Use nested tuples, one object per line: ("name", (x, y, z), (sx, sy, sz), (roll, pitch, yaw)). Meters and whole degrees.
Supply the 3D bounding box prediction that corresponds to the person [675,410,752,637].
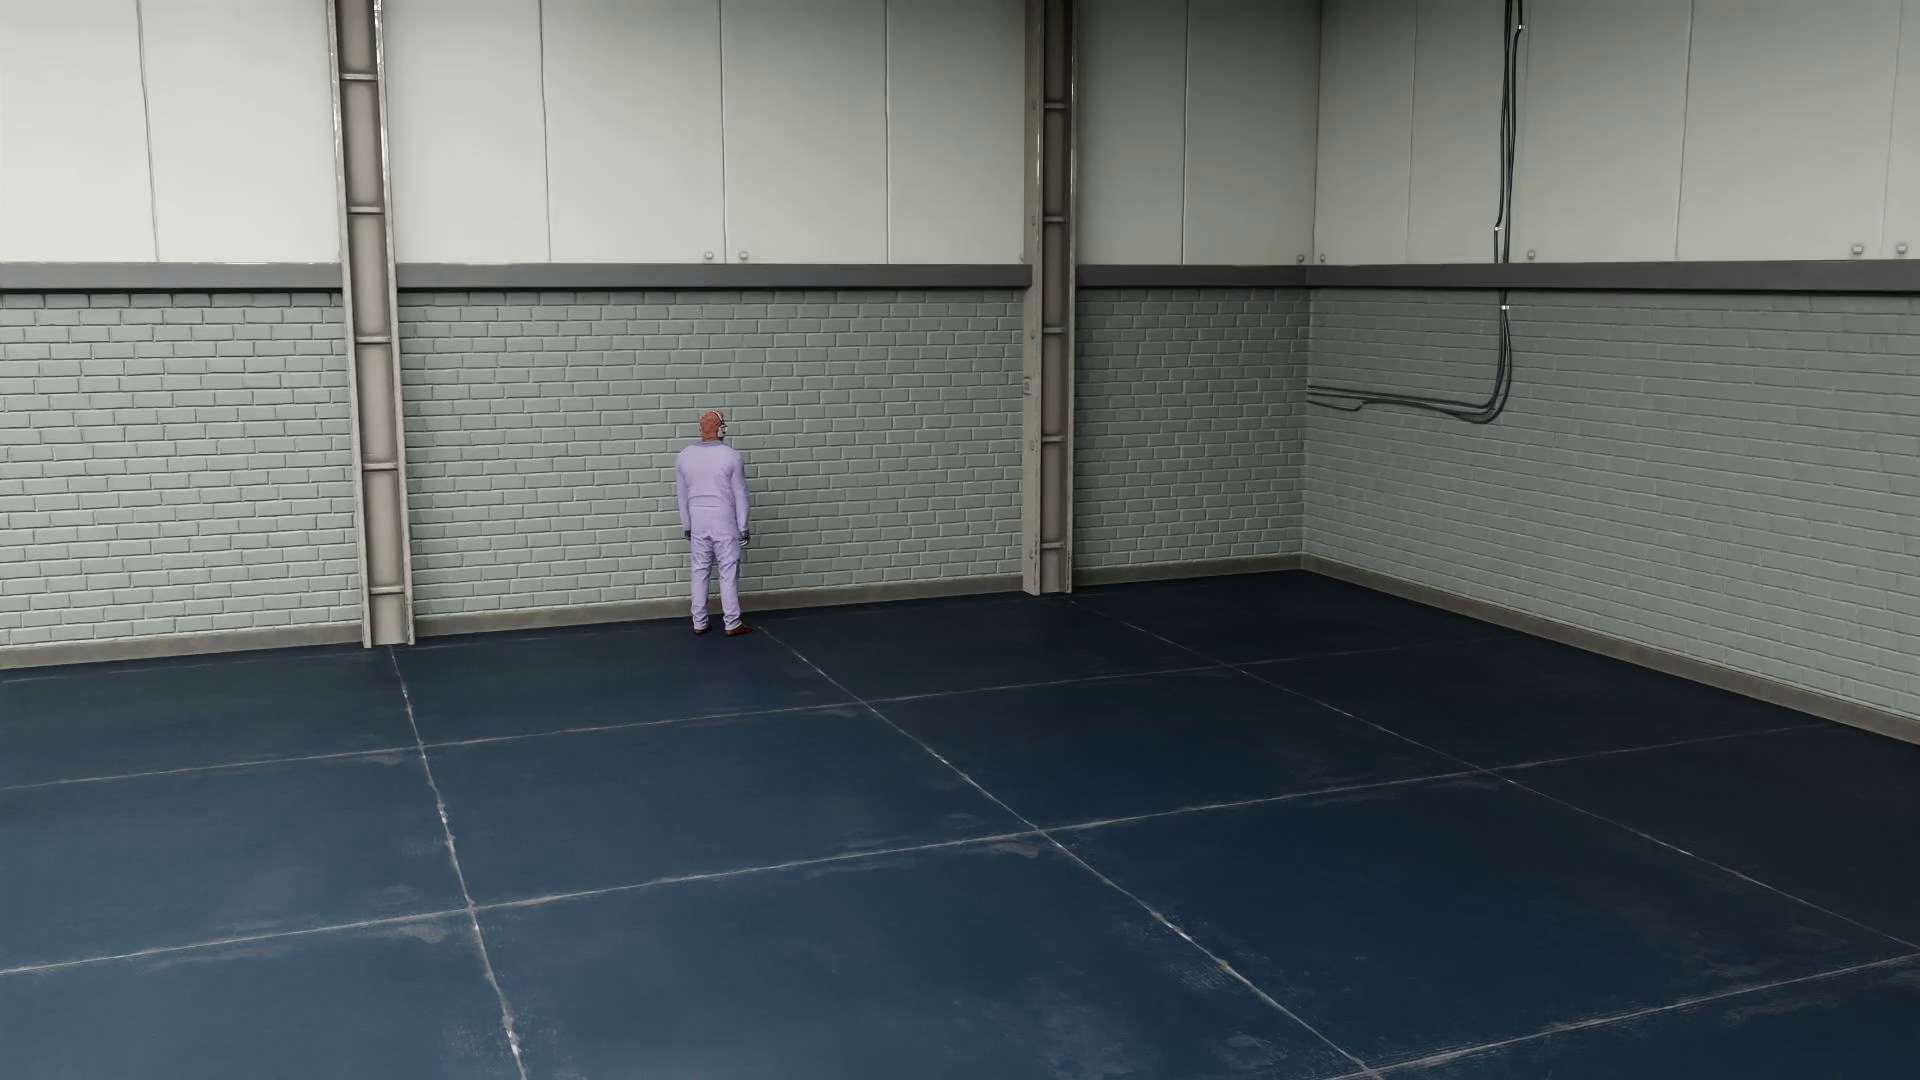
("person", (-2.050, -0.135, 13.986), (0.643, 1.909, 0.409), (3, 10, 18))
